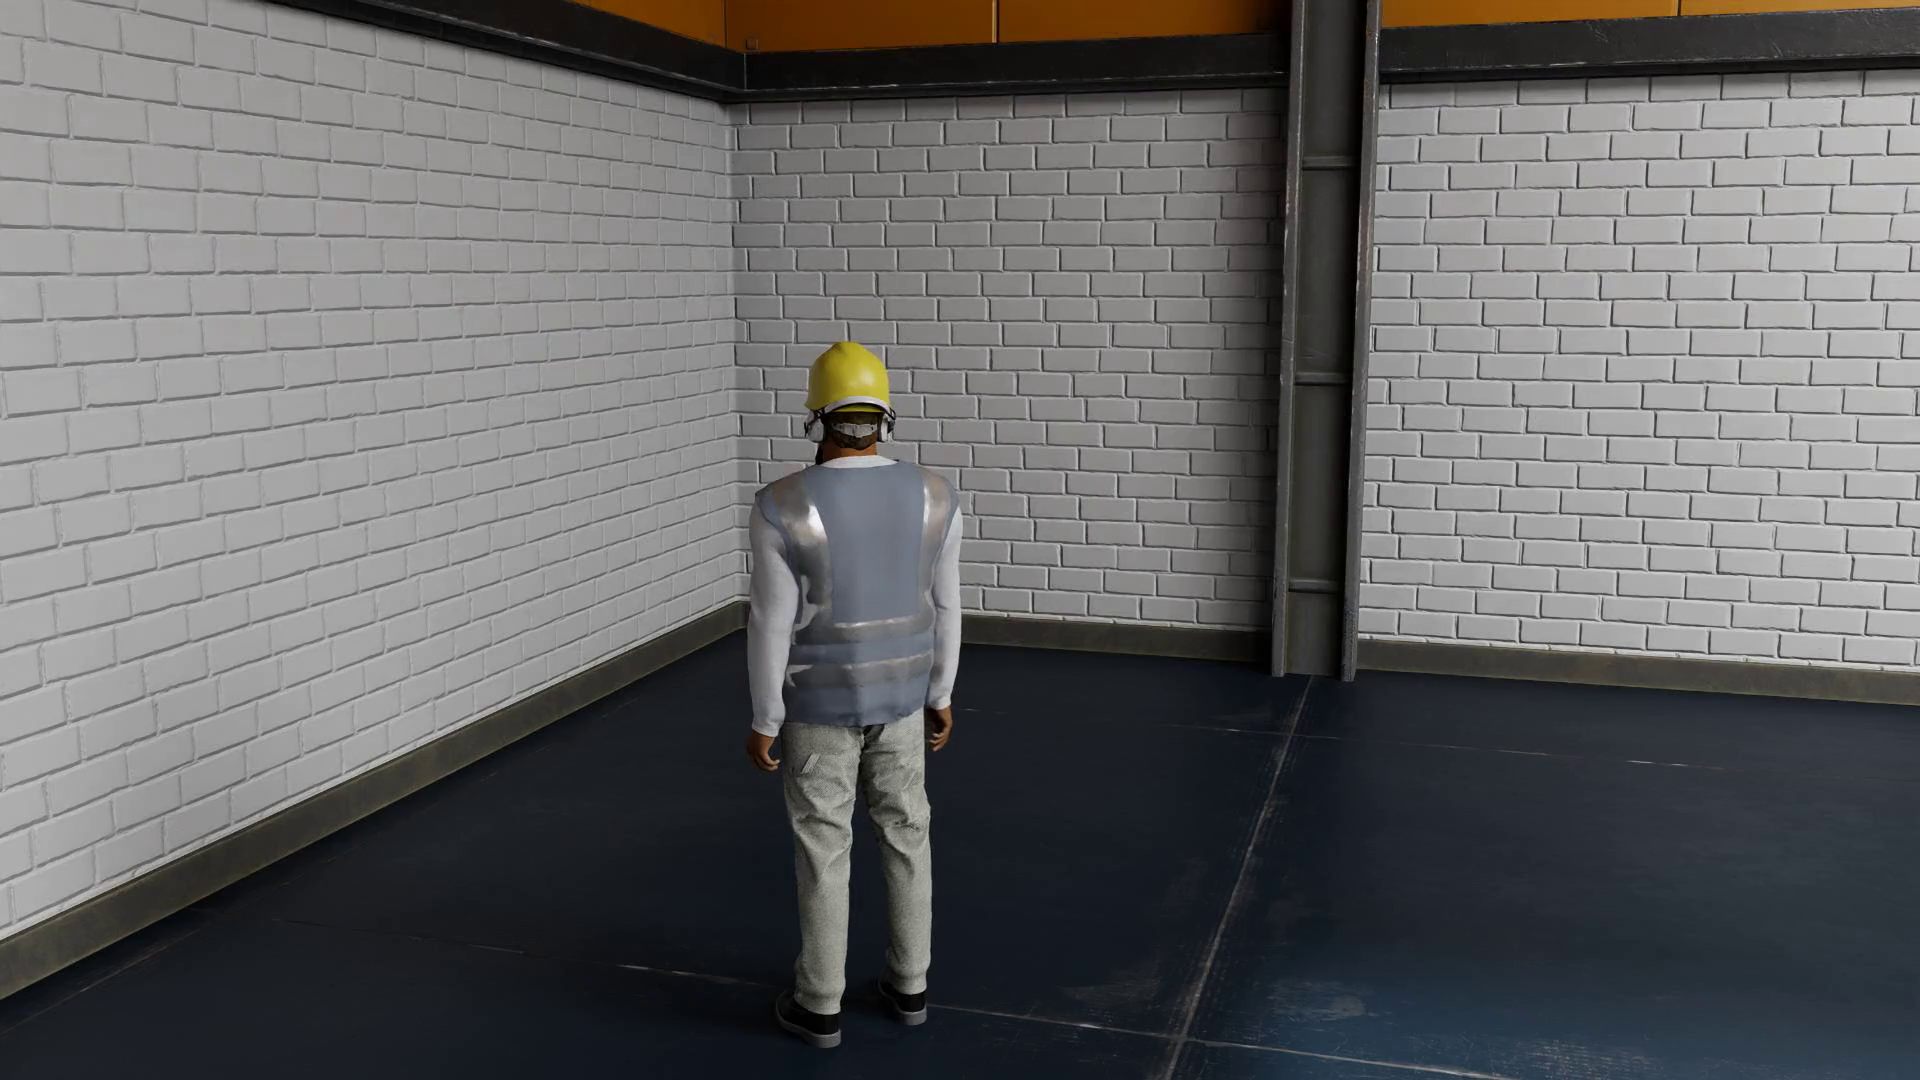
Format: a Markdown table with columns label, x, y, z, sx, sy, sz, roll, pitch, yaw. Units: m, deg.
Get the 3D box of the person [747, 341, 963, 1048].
| label | x | y | z | sx | sy | sz | roll | pitch | yaw |
| --- | --- | --- | --- | --- | --- | --- | --- | --- | --- |
| person | -0.283 | 0.403 | 4.351 | 0.600 | 1.832 | 0.404 | -5 | 11 | -27 |
